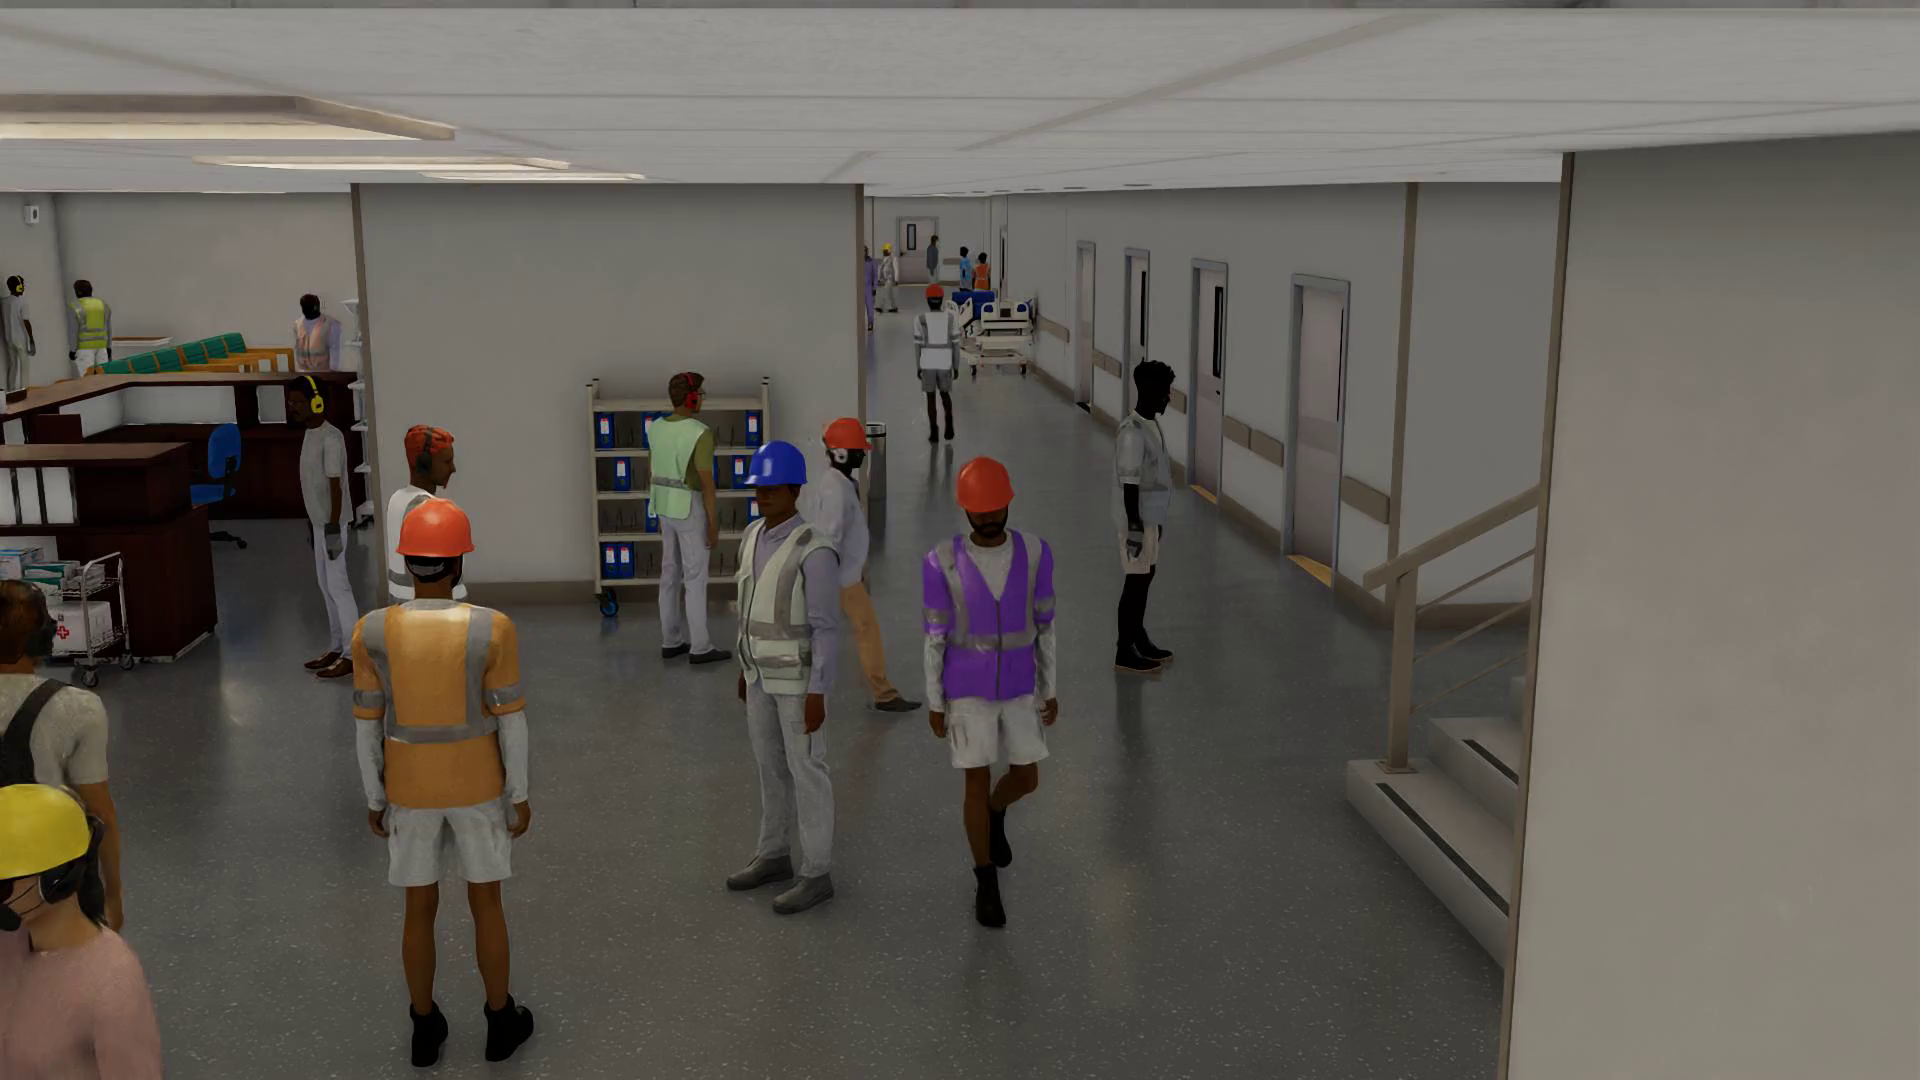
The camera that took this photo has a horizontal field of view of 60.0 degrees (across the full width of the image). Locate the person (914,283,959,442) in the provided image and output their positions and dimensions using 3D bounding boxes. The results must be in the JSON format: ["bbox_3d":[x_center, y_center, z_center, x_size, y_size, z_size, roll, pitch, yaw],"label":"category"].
[{"bbox_3d":[-0.283,-2.121,20.037,0.542,1.917,0.528,-2,12,-10],"label":"person"}]

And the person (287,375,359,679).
[{"bbox_3d":[-3.905,-0.084,10.223,0.326,1.862,0.508,-8,14,-36],"label":"person"}]

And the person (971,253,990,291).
[{"bbox_3d":[0.537,-6.046,39.860,0.544,1.643,0.885,2,12,11],"label":"person"}]

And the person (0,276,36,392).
[{"bbox_3d":[-13.283,-2.789,23.460,0.520,1.857,0.331,3,12,15],"label":"person"}]

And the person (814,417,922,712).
[{"bbox_3d":[-0.699,0.147,9.455,0.882,1.712,0.576,-1,12,-3],"label":"person"}]

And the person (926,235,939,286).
[{"bbox_3d":[-0.763,-7.679,47.177,0.381,1.928,0.634,2,12,8],"label":"person"}]

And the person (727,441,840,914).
[{"bbox_3d":[-0.727,0.554,6.876,0.378,1.951,0.608,-10,15,-40],"label":"person"}]

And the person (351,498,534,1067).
[{"bbox_3d":[-1.727,0.819,5.614,0.552,1.935,0.369,-1,12,-5],"label":"person"}]

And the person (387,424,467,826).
[{"bbox_3d":[-2.479,0.399,7.793,0.362,1.886,0.575,-8,14,-33],"label":"person"}]

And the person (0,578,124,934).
[{"bbox_3d":[-2.742,1.010,4.949,0.499,1.826,0.423,-3,12,-15],"label":"person"}]

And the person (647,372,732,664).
[{"bbox_3d":[-1.751,-0.136,10.507,0.564,1.846,0.391,10,15,39],"label":"person"}]

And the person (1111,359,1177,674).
[{"bbox_3d":[1.134,-0.144,10.290,0.388,1.952,0.614,4,12,17],"label":"person"}]

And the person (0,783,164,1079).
[{"bbox_3d":[-1.834,1.347,3.495,0.533,1.771,0.370,8,14,33],"label":"person"}]

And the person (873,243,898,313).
[{"bbox_3d":[-1.944,-6.761,43.015,0.912,1.786,0.606,-8,14,-35],"label":"person"}]

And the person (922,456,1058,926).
[{"bbox_3d":[0.114,0.579,6.844,0.566,1.914,0.616,-3,12,-13],"label":"person"}]

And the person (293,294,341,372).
[{"bbox_3d":[-7.762,-2.076,20.119,0.619,1.800,0.959,1,12,5],"label":"person"}]

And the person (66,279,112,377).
[{"bbox_3d":[-11.888,-2.632,22.720,0.429,1.839,0.633,6,13,28],"label":"person"}]
